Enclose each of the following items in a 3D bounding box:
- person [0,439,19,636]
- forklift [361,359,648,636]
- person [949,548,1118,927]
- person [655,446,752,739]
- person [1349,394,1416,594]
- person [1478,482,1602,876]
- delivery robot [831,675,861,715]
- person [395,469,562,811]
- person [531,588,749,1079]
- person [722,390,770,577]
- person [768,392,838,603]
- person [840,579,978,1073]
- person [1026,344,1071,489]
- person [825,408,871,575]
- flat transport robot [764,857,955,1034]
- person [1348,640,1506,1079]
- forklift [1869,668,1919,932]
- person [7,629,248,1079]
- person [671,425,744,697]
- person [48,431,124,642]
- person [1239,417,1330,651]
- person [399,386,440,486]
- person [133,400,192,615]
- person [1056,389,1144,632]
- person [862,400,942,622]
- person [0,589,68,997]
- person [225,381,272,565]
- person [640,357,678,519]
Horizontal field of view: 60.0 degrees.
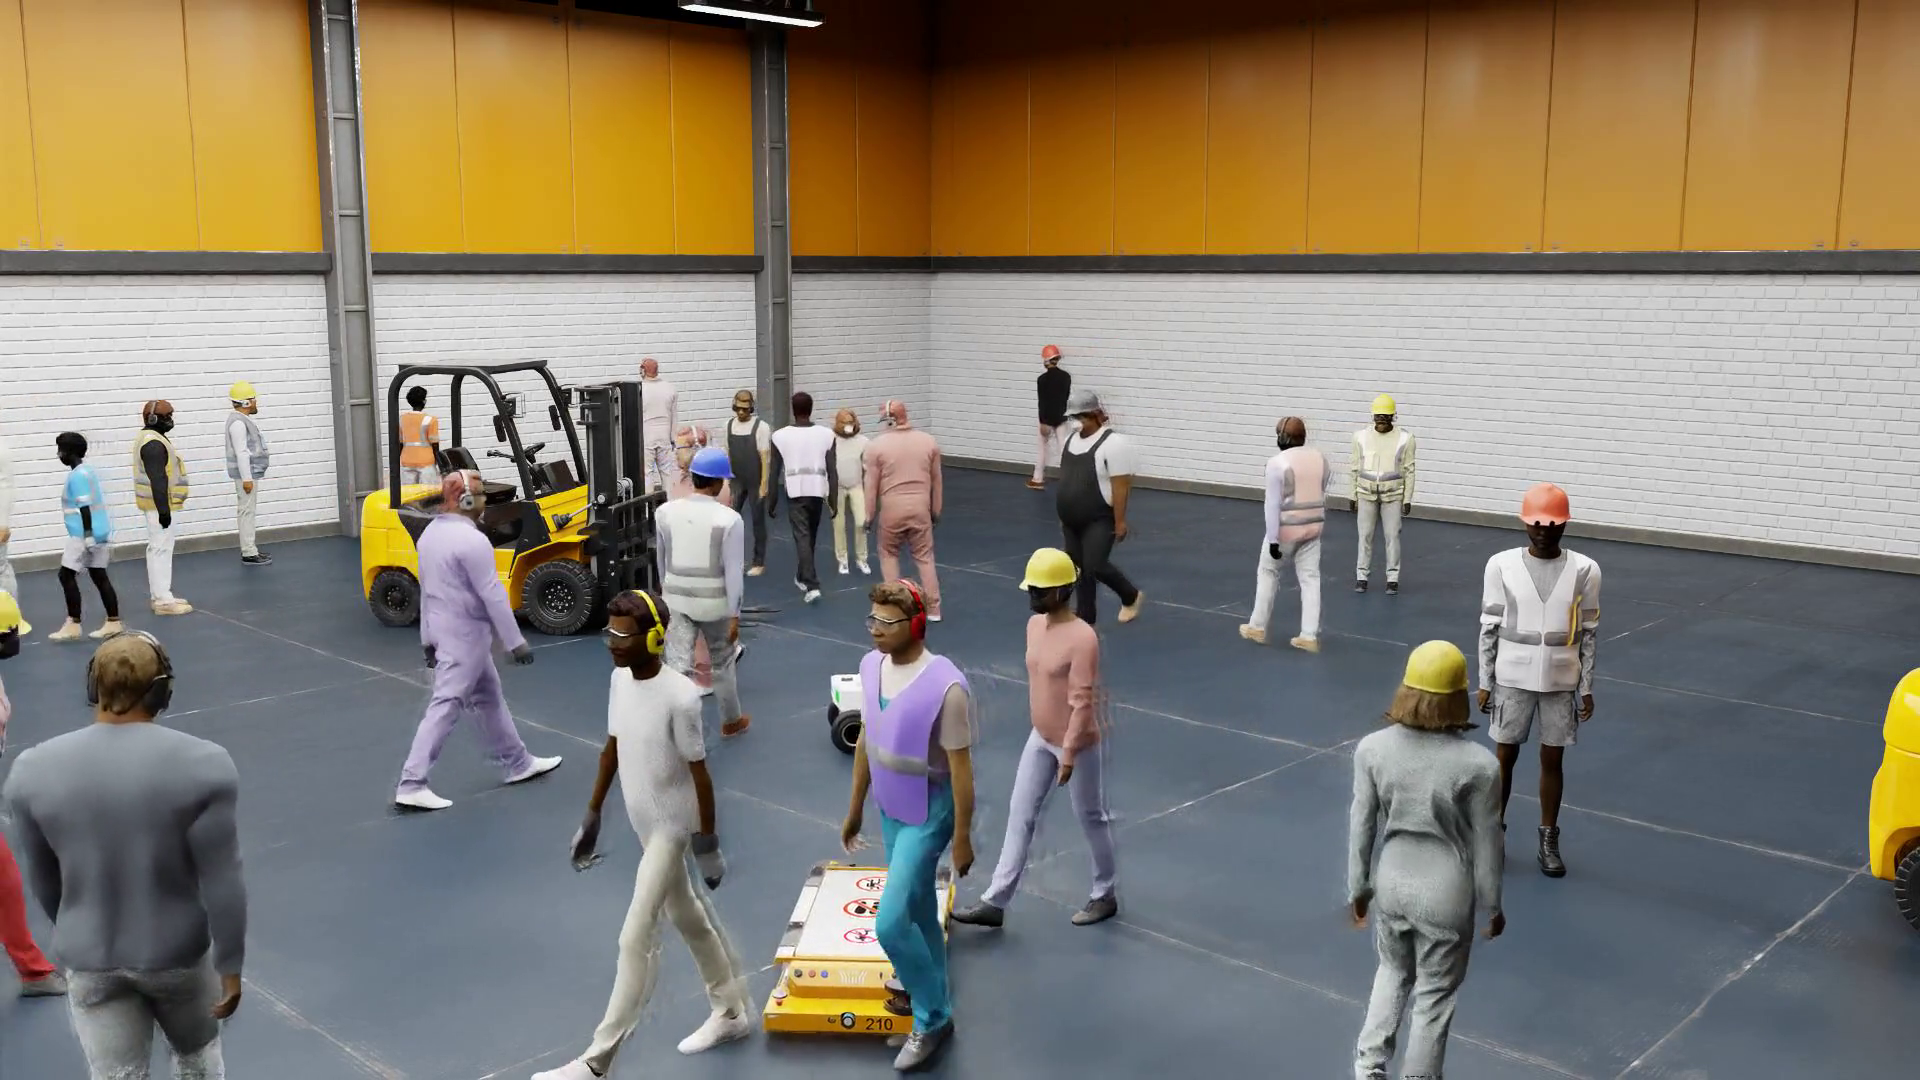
[{"bbox_3d":[-7.779,-0.160,13.211,0.636,1.936,0.354,3,10,19],"label":"person"},{"bbox_3d":[-3.850,-0.407,13.936,2.313,2.155,1.214,2,9,11],"label":"forklift"},{"bbox_3d":[0.367,0.900,7.332,0.868,1.726,0.542,-6,11,-31],"label":"person"},{"bbox_3d":[-1.564,0.374,10.084,0.607,1.892,0.986,2,9,12],"label":"person"},{"bbox_3d":[3.827,-0.417,15.129,0.592,1.826,0.403,4,10,23],"label":"person"},{"bbox_3d":[2.801,0.679,8.068,0.551,1.935,0.375,2,10,14],"label":"person"},{"bbox_3d":[-0.439,0.957,10.301,0.707,0.478,0.477,-1,9,-7],"label":"delivery robot"},{"bbox_3d":[-2.723,0.538,9.206,1.021,1.856,0.656,-7,11,-35],"label":"person"},{"bbox_3d":[-1.158,1.074,6.027,0.959,1.810,0.519,-7,12,-37],"label":"person"},{"bbox_3d":[-2.048,-0.516,15.780,0.514,1.808,0.684,3,10,16],"label":"person"},{"bbox_3d":[-1.397,-0.396,14.926,0.607,1.857,1.076,-3,10,-18],"label":"person"},{"bbox_3d":[-0.200,1.042,6.164,0.534,1.829,0.560,-6,11,-31],"label":"person"},{"bbox_3d":[1.278,-1.620,22.092,0.618,1.965,0.965,-7,12,-38],"label":"person"},{"bbox_3d":[-1.078,-0.457,16.009,0.497,1.615,0.483,-2,10,-13],"label":"person"},{"bbox_3d":[-0.387,1.678,7.036,0.652,0.197,1.431,1,9,3],"label":"flat transport robot"},{"bbox_3d":[1.580,1.184,5.604,0.488,1.731,0.362,7,12,39],"label":"person"},{"bbox_3d":[5.205,0.723,7.013,2.313,2.155,1.214,9,13,43],"label":"forklift"},{"bbox_3d":[-2.416,1.204,4.931,0.619,1.906,0.686,-3,10,-16],"label":"person"},{"bbox_3d":[-1.767,0.148,11.429,0.485,1.893,0.652,-5,10,-27],"label":"person"},{"bbox_3d":[-7.010,-0.021,13.187,0.647,1.661,0.563,-3,10,-17],"label":"person"},{"bbox_3d":[2.544,-0.062,13.028,0.627,1.808,0.837,-4,10,-25],"label":"person"},{"bbox_3d":[-5.854,-0.818,18.013,0.535,1.695,0.320,3,10,18],"label":"person"},{"bbox_3d":[-6.843,-0.285,14.282,0.429,1.838,0.634,-5,11,-29],"label":"person"},{"bbox_3d":[1.082,-0.238,13.369,0.696,2.000,0.697,-7,11,-36],"label":"person"},{"bbox_3d":[-0.472,-0.228,13.860,0.704,1.875,0.473,-4,10,-23],"label":"person"},{"bbox_3d":[-4.048,1.033,6.595,0.915,1.712,0.549,-4,10,-22],"label":"person"},{"bbox_3d":[-7.122,-0.671,16.651,0.404,1.837,0.596,-4,10,-22],"label":"person"},{"bbox_3d":[-3.647,-1.200,19.672,0.639,1.912,0.407,-7,12,-38],"label":"person"}]
